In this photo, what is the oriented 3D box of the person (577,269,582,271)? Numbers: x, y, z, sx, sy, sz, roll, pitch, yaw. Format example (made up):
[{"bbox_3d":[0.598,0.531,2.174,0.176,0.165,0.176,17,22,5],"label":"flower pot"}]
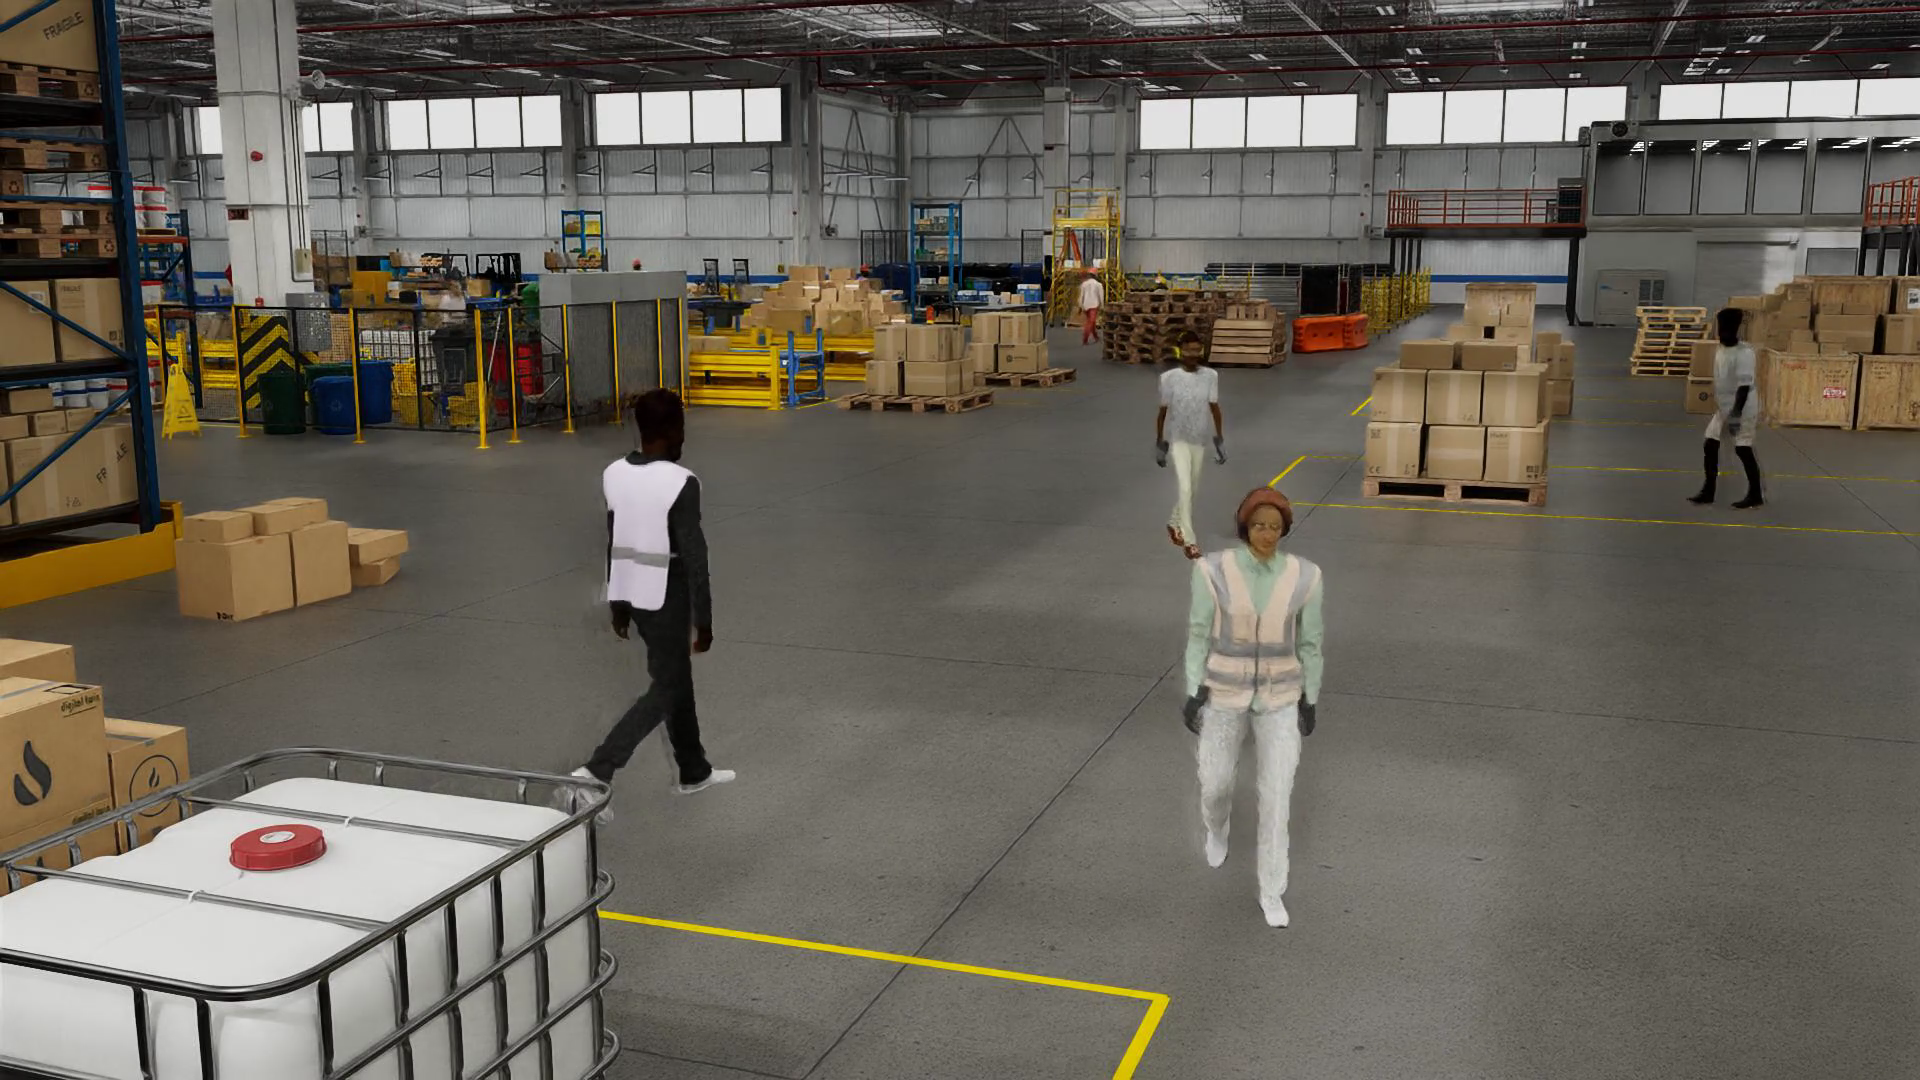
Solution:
[{"bbox_3d":[-13.533,-8.897,59.336,0.320,1.763,0.522,6,12,29],"label":"person"}]

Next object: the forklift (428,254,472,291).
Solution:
[{"bbox_3d":[-20.133,-10.254,65.465,1.157,1.987,2.680,3,11,19],"label":"forklift"}]

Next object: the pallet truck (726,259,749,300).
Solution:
[{"bbox_3d":[-7.986,-9.493,62.019,0.823,1.965,1.885,3,11,17],"label":"pallet truck"}]

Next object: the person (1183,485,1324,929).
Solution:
[{"bbox_3d":[1.103,0.591,6.281,0.528,1.620,0.576,1,10,4],"label":"person"}]

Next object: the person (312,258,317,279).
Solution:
[{"bbox_3d":[-24.625,-9.712,63.255,0.385,1.993,0.623,-3,10,-16],"label":"person"}]

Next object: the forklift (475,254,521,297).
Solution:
[{"bbox_3d":[-17.990,-10.121,64.684,1.157,1.987,2.680,3,11,17],"label":"forklift"}]

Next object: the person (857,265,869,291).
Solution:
[{"bbox_3d":[-2.721,-6.860,47.345,0.347,1.942,0.549,4,11,20],"label":"person"}]

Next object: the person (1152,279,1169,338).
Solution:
[{"bbox_3d":[4.866,-5.458,40.163,0.497,1.675,0.832,0,10,2],"label":"person"}]

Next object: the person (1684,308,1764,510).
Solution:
[{"bbox_3d":[7.244,-1.218,15.623,0.841,1.913,0.626,-1,10,-5],"label":"person"}]

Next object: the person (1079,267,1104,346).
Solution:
[{"bbox_3d":[3.294,-5.806,41.412,0.636,1.944,1.051,8,13,39],"label":"person"}]

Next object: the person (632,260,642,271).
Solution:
[{"bbox_3d":[-10.485,-8.165,54.518,0.930,2.014,0.619,6,12,32],"label":"person"}]

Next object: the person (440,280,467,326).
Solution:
[{"bbox_3d":[-9.533,-3.973,31.369,1.015,1.866,0.649,5,11,27],"label":"person"}]

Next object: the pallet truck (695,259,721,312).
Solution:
[{"bbox_3d":[-9.165,-9.627,62.776,0.823,1.965,1.885,4,11,23],"label":"pallet truck"}]

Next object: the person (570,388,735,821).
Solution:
[{"bbox_3d":[-1.364,0.276,7.328,0.600,1.890,0.871,9,14,43],"label":"person"}]

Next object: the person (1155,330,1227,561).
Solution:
[{"bbox_3d":[1.856,-0.800,13.555,0.513,1.830,0.942,-3,10,-15],"label":"person"}]

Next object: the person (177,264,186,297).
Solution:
[{"bbox_3d":[-28.274,-9.143,60.556,0.579,1.812,0.742,3,10,14],"label":"person"}]
